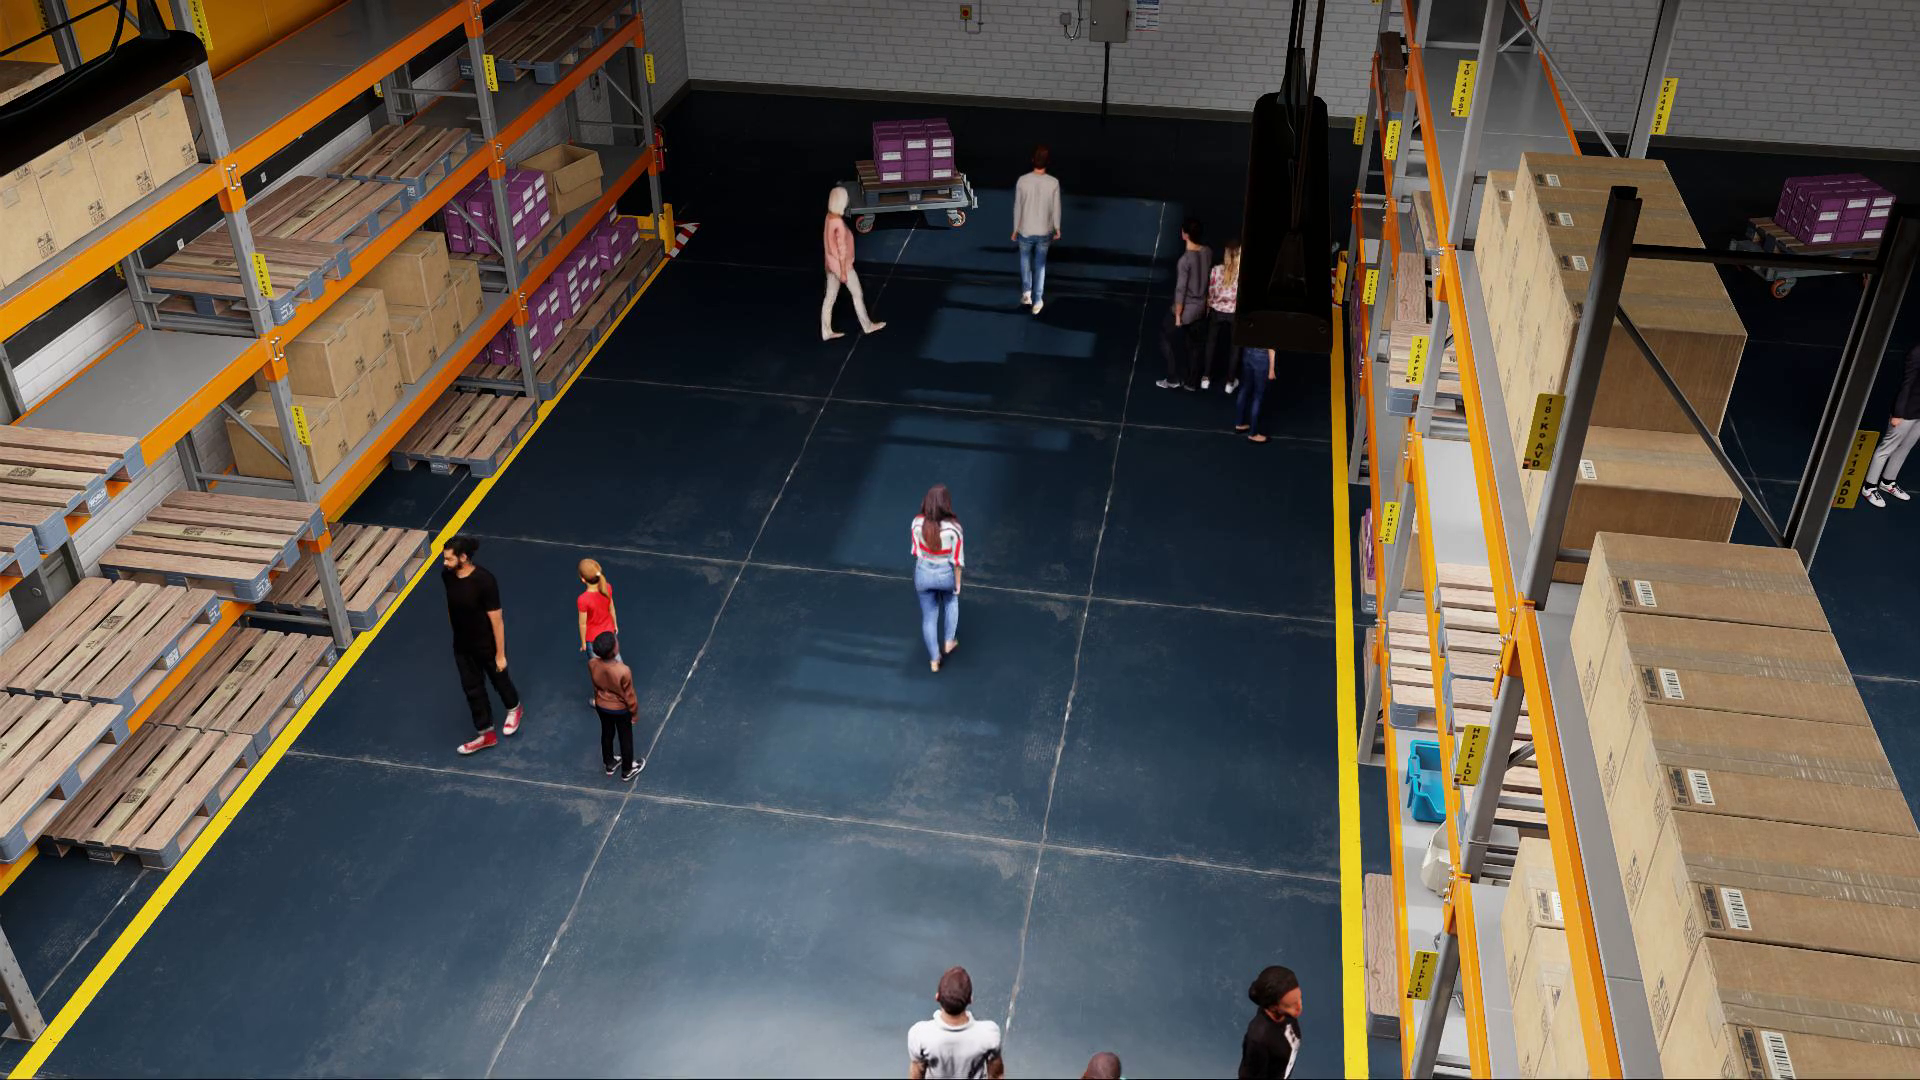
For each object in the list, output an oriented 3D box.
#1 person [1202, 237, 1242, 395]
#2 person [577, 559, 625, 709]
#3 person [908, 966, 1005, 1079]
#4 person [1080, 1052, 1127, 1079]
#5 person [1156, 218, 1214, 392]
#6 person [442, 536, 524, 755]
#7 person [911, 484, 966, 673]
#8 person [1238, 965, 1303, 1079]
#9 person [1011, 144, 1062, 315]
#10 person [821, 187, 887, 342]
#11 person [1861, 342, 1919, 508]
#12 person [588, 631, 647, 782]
[{"bbox_3d":[2.663,-2.247,16.650,0.583,1.628,0.523,9,35,14],"label":"person"},{"bbox_3d":[-2.697,0.706,12.497,0.611,1.308,0.530,26,42,33],"label":"person"},{"bbox_3d":[-0.018,2.933,8.656,0.698,1.850,0.629,-2,34,-2],"label":"person"},{"bbox_3d":[0.653,3.146,8.632,0.949,1.522,1.090,-17,37,-23],"label":"person"},{"bbox_3d":[2.341,-2.293,16.527,0.784,1.840,0.860,-25,41,-33],"label":"person"},{"bbox_3d":[-3.458,0.707,12.114,0.770,1.730,0.885,7,34,11],"label":"person"},{"bbox_3d":[-0.196,0.332,12.800,0.594,1.595,0.649,4,34,6],"label":"person"},{"bbox_3d":[1.615,2.890,8.880,0.725,1.675,0.592,20,38,27],"label":"person"},{"bbox_3d":[0.815,-3.320,18.029,0.703,1.888,0.625,4,34,5],"label":"person"},{"bbox_3d":[-1.352,-2.879,17.533,0.991,1.703,0.981,-16,37,-22],"label":"person"},{"bbox_3d":[8.512,-1.230,14.829,0.798,1.950,0.796,-12,36,-18],"label":"person"},{"bbox_3d":[-2.472,1.174,11.842,0.550,1.253,0.530,13,36,19],"label":"person"}]
